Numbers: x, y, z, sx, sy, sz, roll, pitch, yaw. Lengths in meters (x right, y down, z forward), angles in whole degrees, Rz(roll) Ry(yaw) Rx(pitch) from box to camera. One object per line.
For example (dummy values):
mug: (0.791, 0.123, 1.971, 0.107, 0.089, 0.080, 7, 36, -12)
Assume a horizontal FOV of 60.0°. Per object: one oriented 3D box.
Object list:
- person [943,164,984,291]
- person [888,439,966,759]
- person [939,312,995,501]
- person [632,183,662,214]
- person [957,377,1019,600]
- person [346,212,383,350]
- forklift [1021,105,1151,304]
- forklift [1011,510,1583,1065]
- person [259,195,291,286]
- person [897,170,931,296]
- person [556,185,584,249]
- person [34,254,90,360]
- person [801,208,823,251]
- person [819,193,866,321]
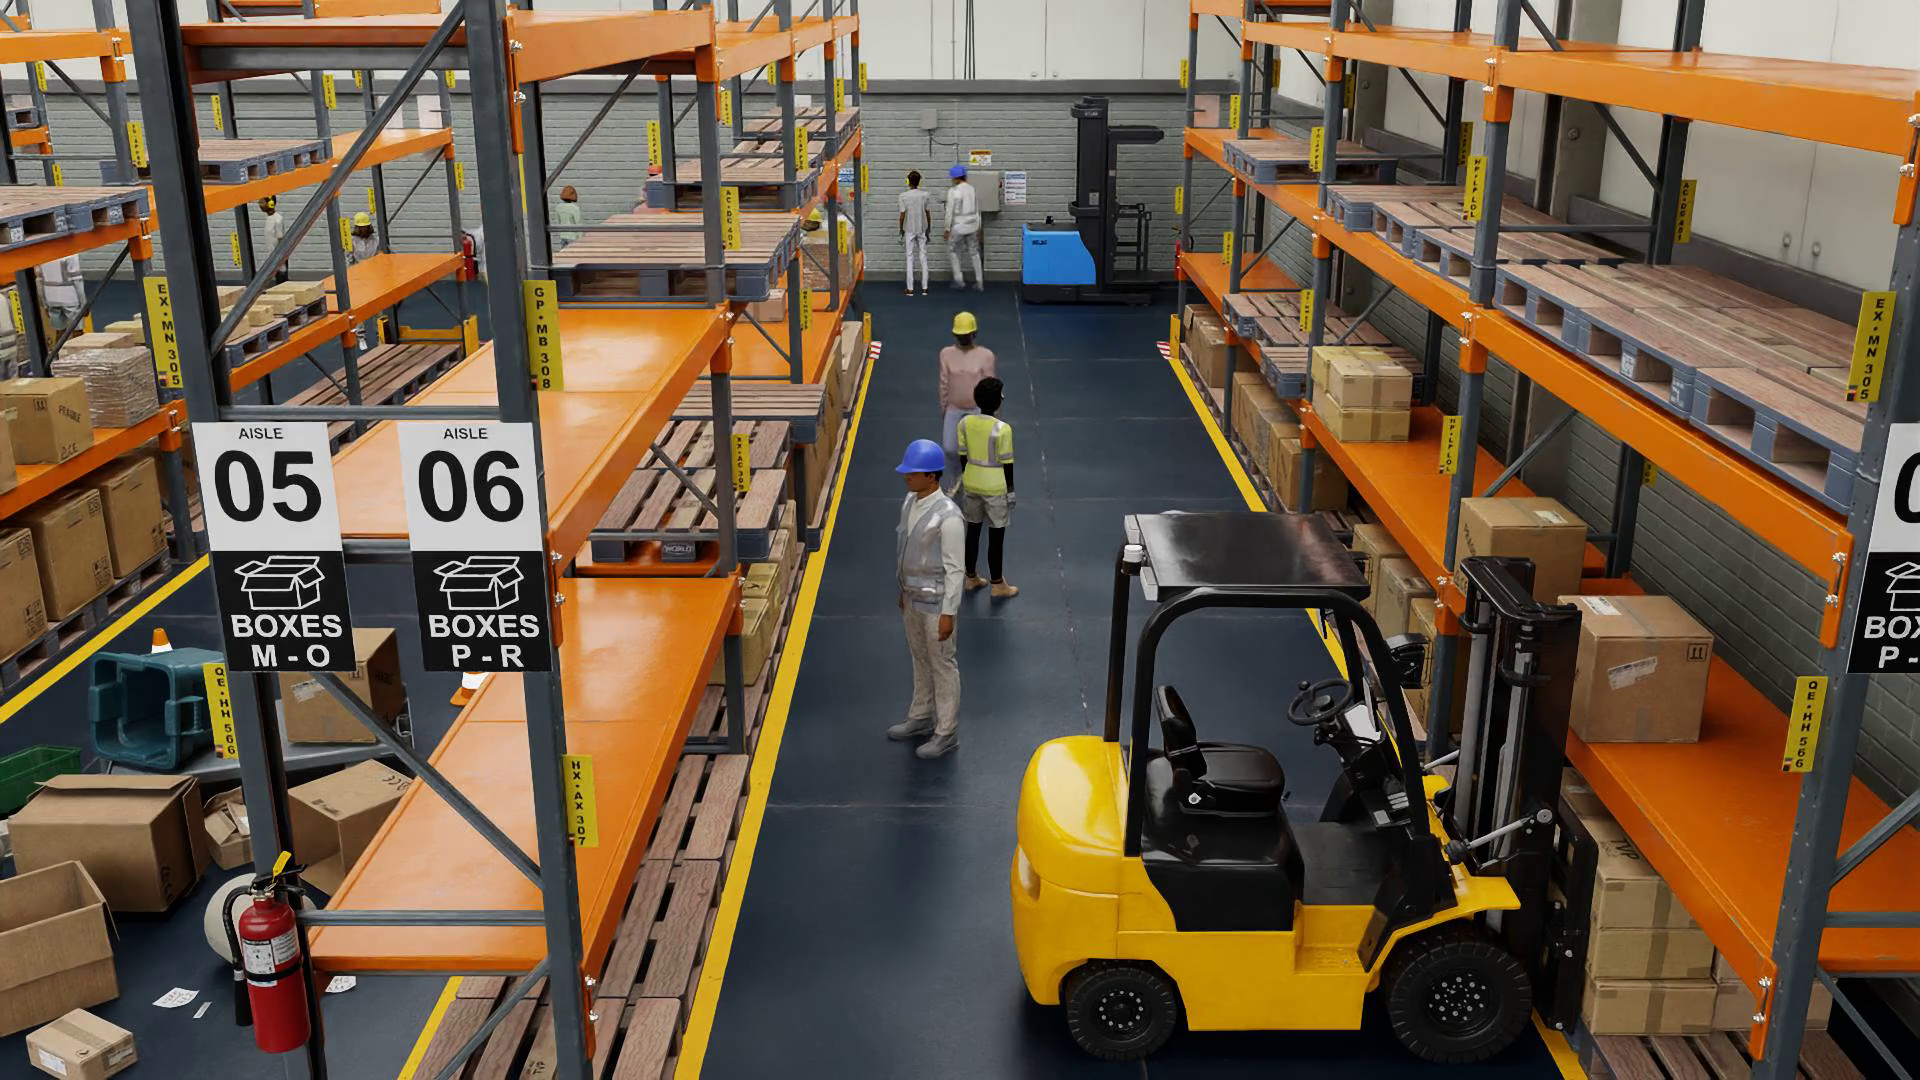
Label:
person: (0.051, -4.747, 25.363, 0.683, 1.907, 0.575, -17, 25, -41)
person: (-0.190, 0.341, 9.920, 0.389, 1.949, 0.603, -10, 21, -29)
person: (0.058, -1.150, 14.744, 0.531, 1.756, 0.421, 4, 19, 11)
person: (-4.303, -4.100, 23.445, 0.652, 1.883, 0.711, -8, 20, -23)
person: (0.210, -0.391, 12.528, 0.532, 1.697, 0.319, 16, 24, 40)
person: (-7.579, -3.321, 21.314, 0.490, 1.743, 0.324, -14, 23, -37)
forklift: (1.857, -4.944, 24.441, 1.873, 2.768, 1.129, 0, 18, 0)
forklift: (1.387, 1.055, 7.378, 2.313, 2.155, 1.214, 0, 18, 0)
person: (-9.254, -3.797, 22.586, 0.336, 1.858, 0.505, -13, 22, -35)
person: (-0.687, -4.627, 25.063, 0.520, 1.873, 0.328, -5, 19, -15)
person: (-5.898, -4.546, 25.208, 0.508, 1.627, 0.280, 12, 22, 33)
person: (-10.458, -2.792, 19.433, 0.548, 1.928, 0.388, 2, 18, 5)
person: (-1.933, -3.476, 21.803, 0.317, 1.733, 0.490, 0, 18, 0)
person: (-1.638, -3.747, 22.324, 0.682, 1.920, 0.560, 11, 21, 30)
